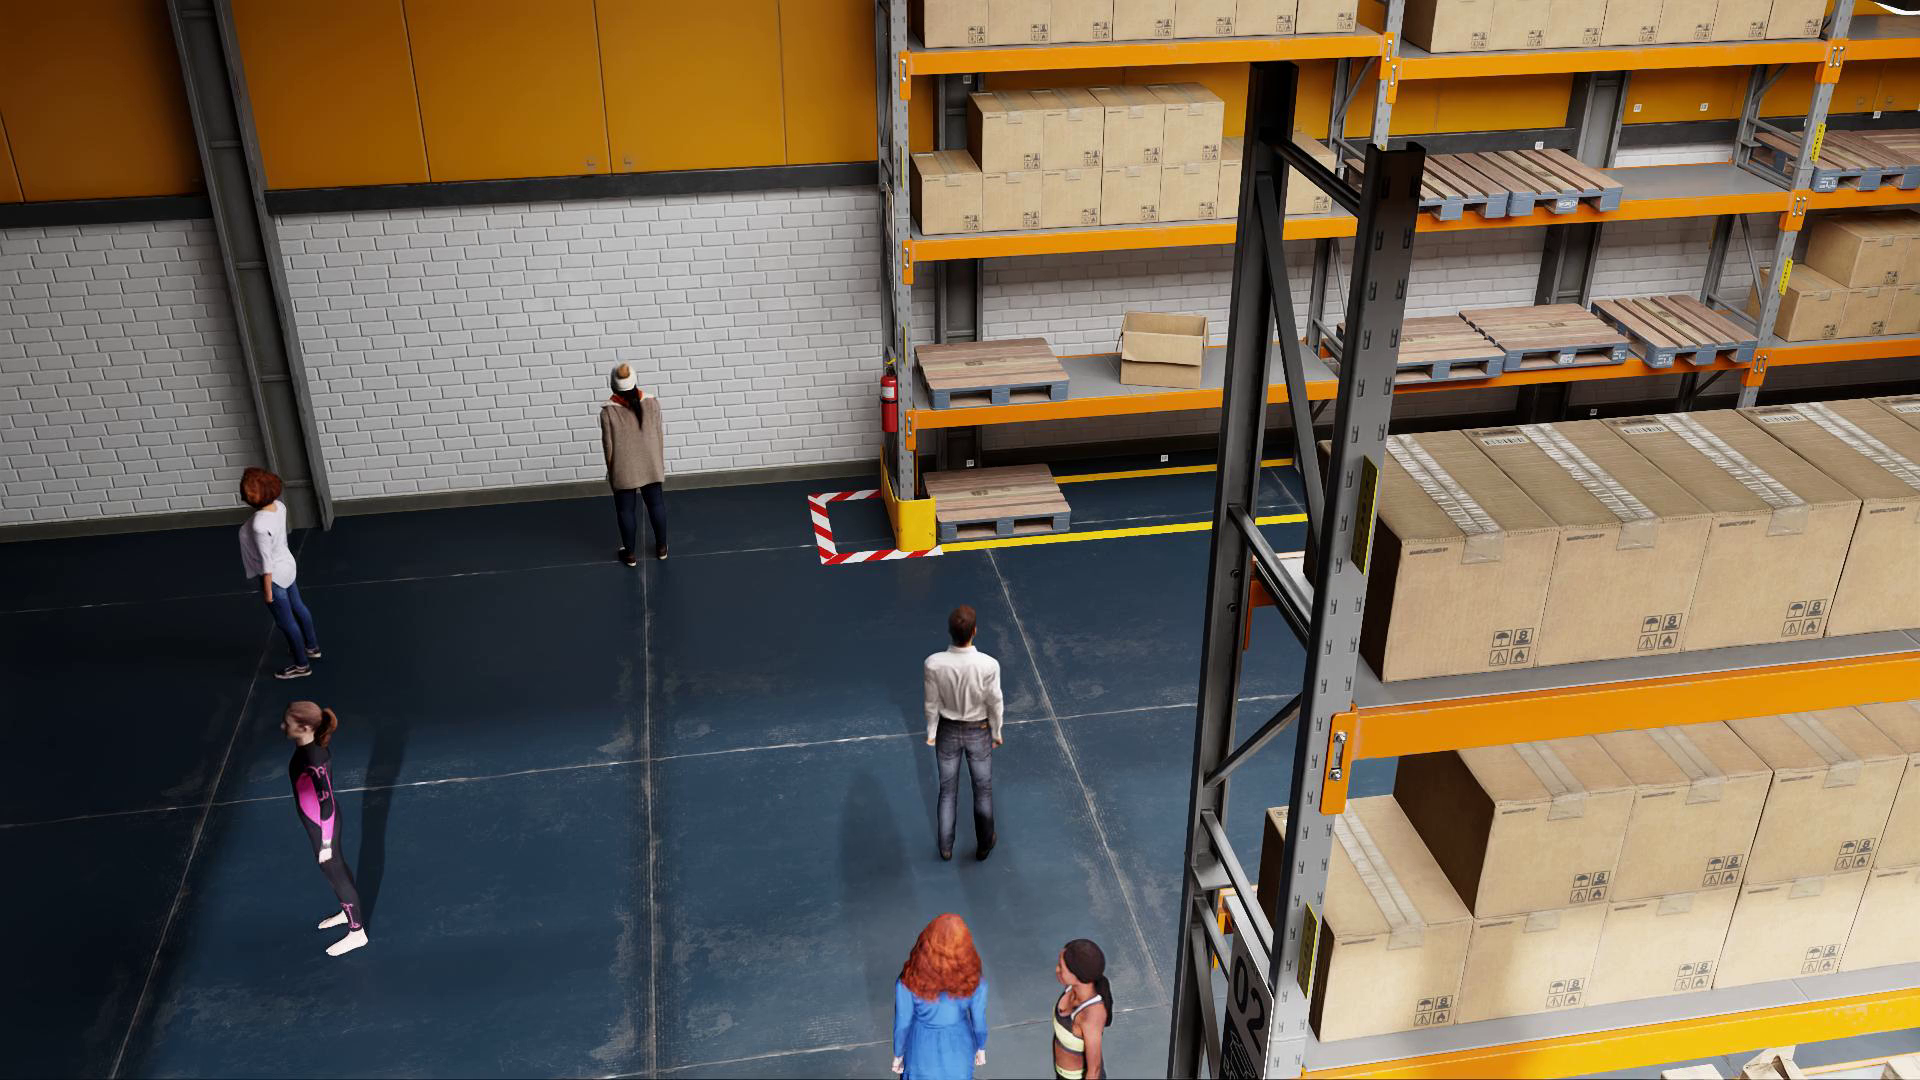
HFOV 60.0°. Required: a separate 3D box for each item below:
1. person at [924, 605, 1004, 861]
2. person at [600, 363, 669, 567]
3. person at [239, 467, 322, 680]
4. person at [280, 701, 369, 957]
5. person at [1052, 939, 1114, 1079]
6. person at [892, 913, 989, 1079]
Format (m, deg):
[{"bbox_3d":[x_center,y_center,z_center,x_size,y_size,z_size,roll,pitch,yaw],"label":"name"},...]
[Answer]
[{"bbox_3d":[0.027,1.248,10.627,0.562,1.869,0.763,2,29,4],"label":"person"},{"bbox_3d":[-2.766,-0.670,14.133,0.686,1.877,0.812,-12,31,-21],"label":"person"},{"bbox_3d":[-5.181,0.235,12.649,0.639,1.711,0.681,0,29,-1],"label":"person"},{"bbox_3d":[-3.803,1.692,9.933,0.655,1.754,0.622,-13,31,-23],"label":"person"},{"bbox_3d":[0.599,2.652,8.173,0.513,1.754,0.574,-3,29,-6],"label":"person"},{"bbox_3d":[-0.091,2.620,8.174,0.769,1.809,0.771,-3,29,-5],"label":"person"}]
